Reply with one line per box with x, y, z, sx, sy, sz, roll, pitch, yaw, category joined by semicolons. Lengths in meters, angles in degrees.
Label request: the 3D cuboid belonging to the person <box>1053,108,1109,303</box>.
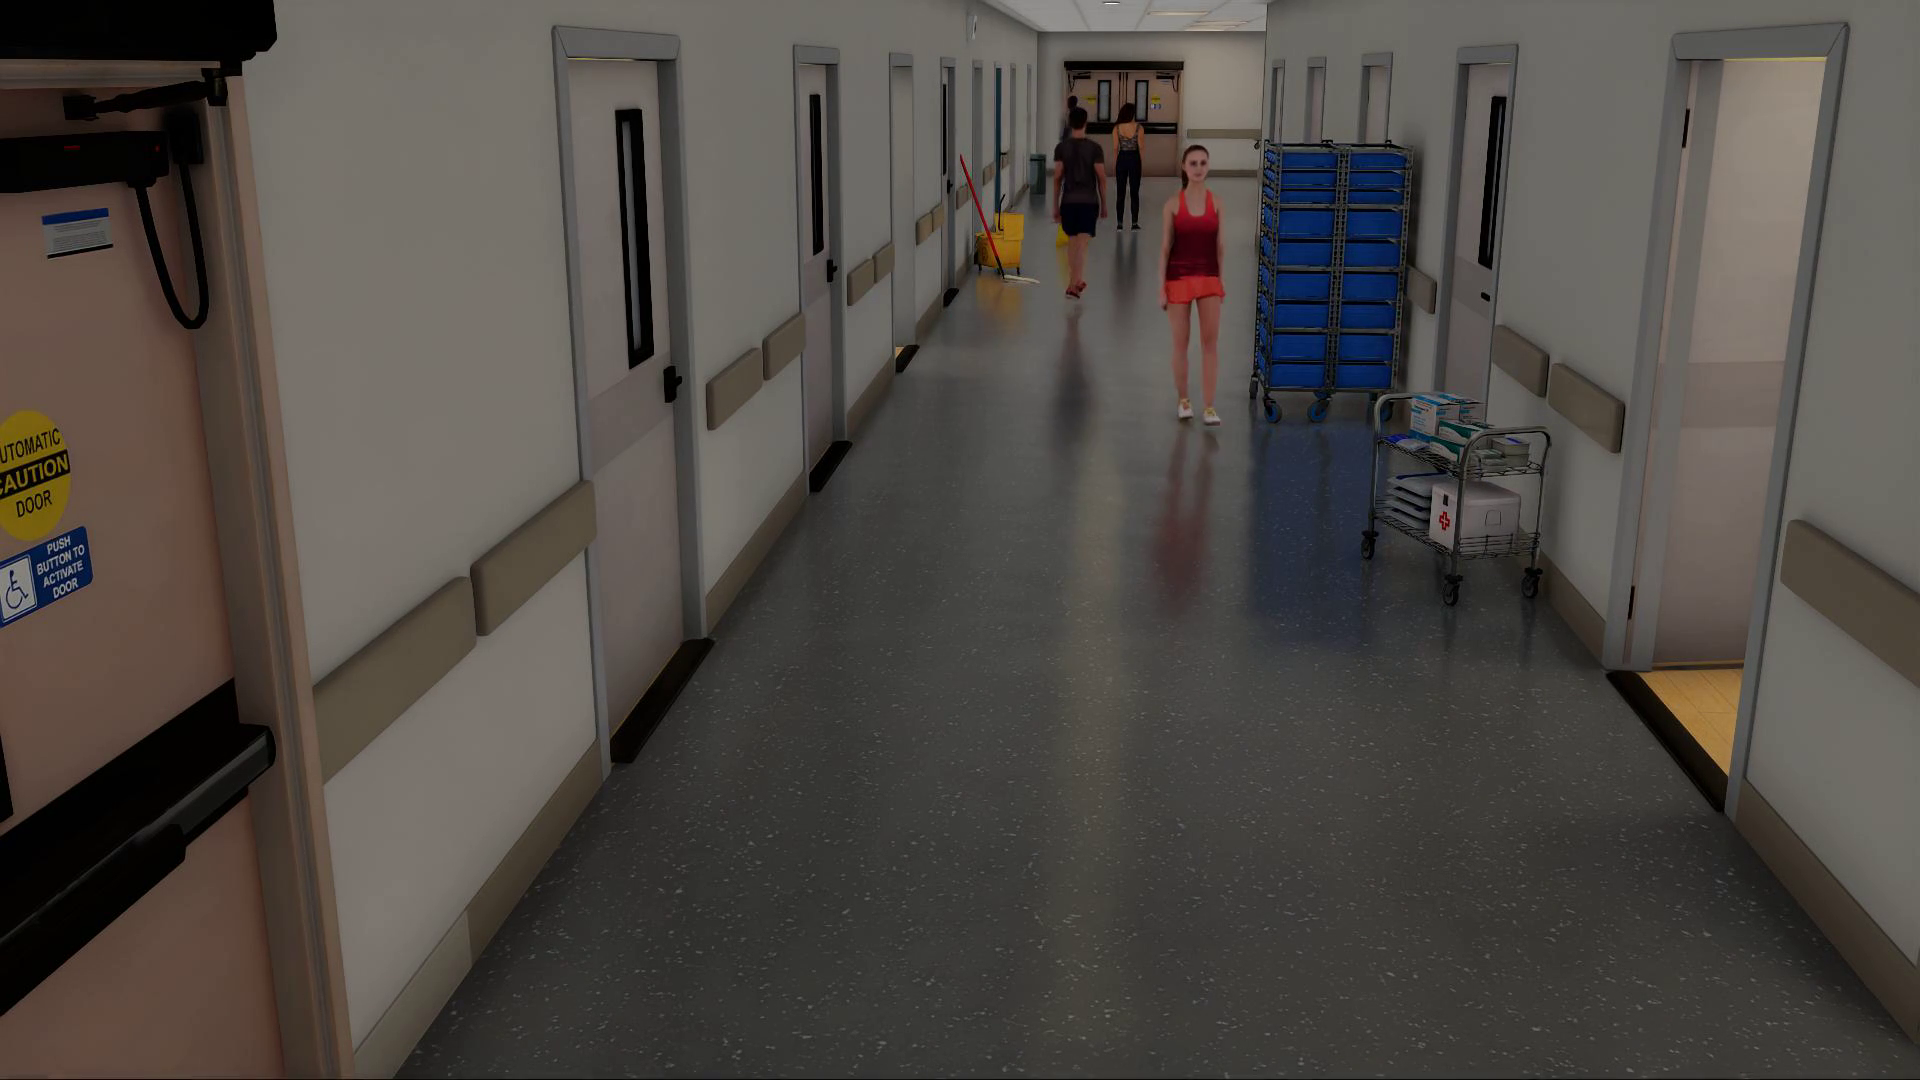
1.126;-3.153;15.889;0.870;1.806;1.258;6;17;19;person

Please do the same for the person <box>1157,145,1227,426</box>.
1.470;-1.613;10.569;0.630;1.729;0.945;0;16;1;person

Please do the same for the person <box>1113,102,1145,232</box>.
2.380;-5.275;23.486;0.640;1.768;0.578;4;16;14;person

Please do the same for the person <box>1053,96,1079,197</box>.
1.976;-6.914;29.330;1.040;1.751;1.106;12;20;37;person
